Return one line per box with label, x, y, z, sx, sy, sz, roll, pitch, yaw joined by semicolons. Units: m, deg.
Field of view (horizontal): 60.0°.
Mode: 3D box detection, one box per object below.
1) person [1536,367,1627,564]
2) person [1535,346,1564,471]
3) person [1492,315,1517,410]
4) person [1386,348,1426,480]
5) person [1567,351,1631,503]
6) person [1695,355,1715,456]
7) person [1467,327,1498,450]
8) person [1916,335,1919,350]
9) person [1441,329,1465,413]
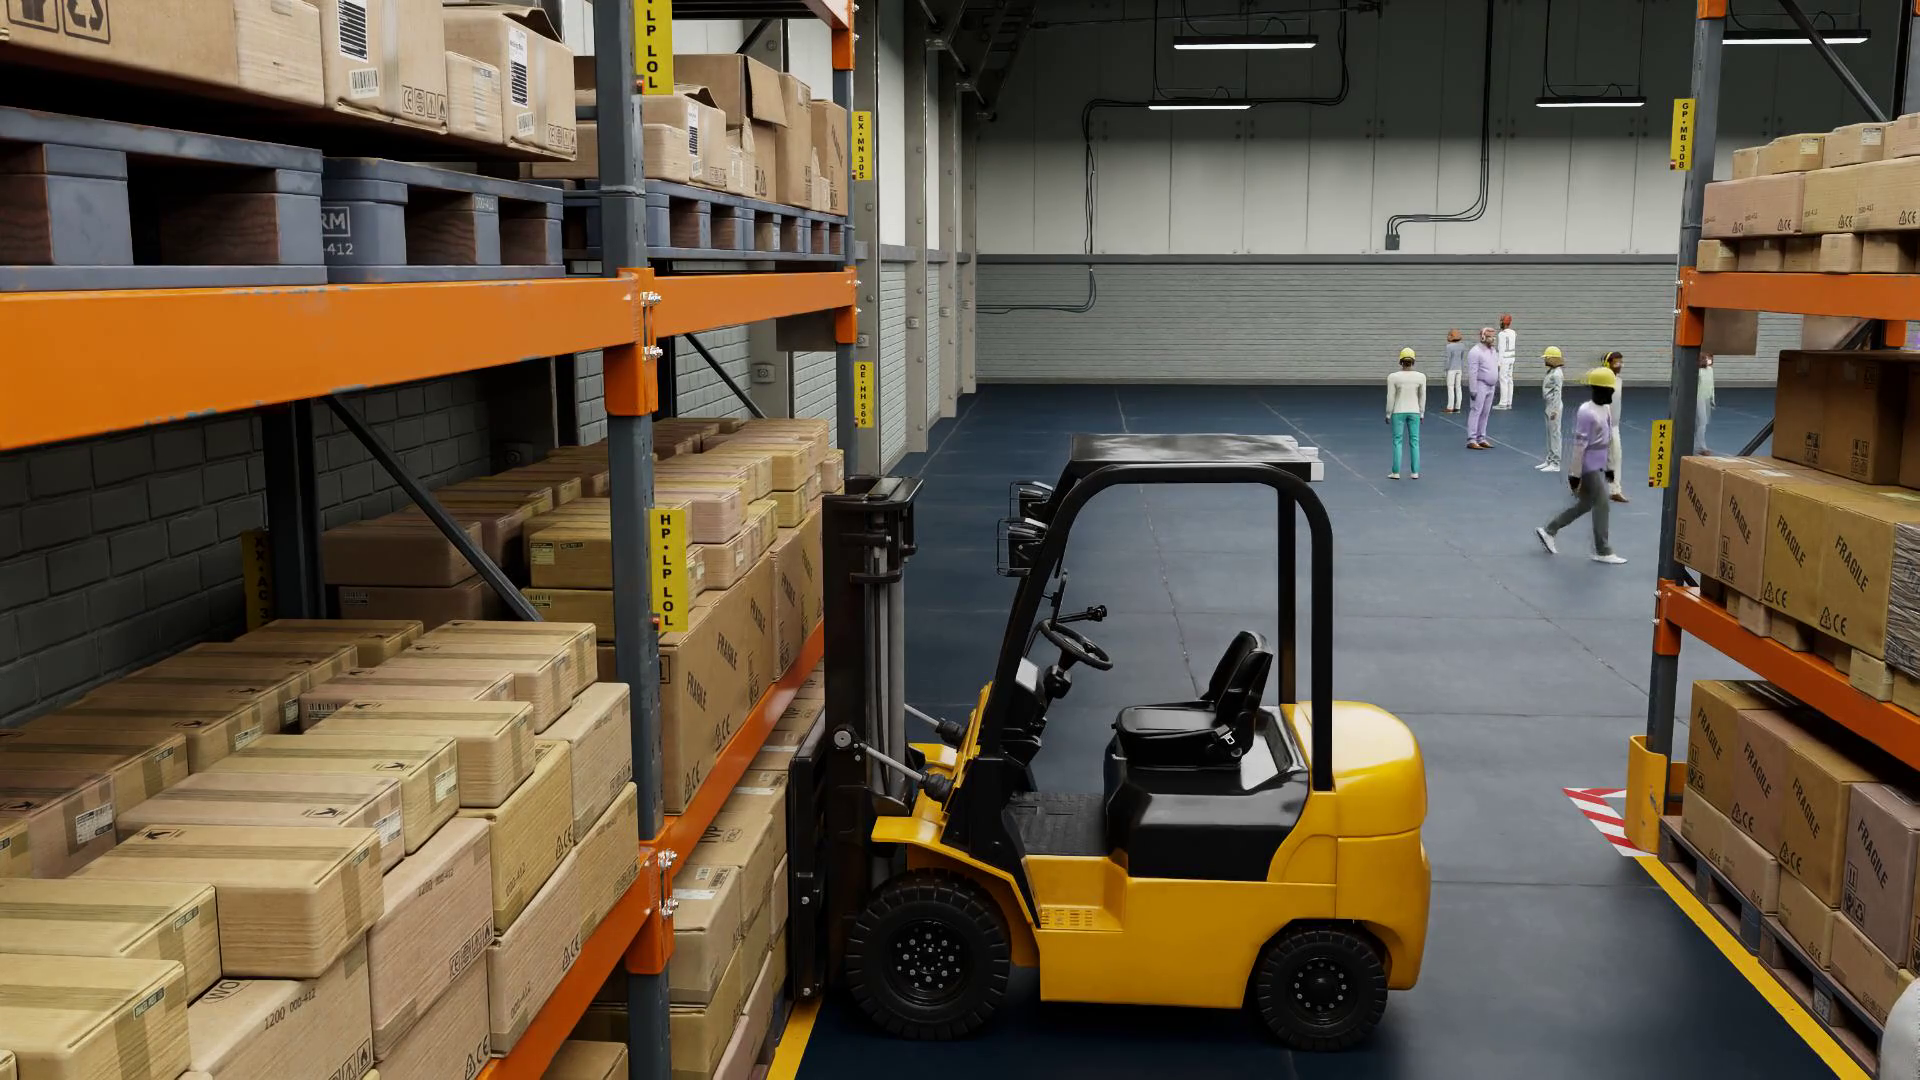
person;6.079;-0.743;16.184;0.866;1.899;0.583;7;12;35
person;8.245;-1.826;23.206;0.315;1.743;0.487;2;9;9
person;10.859;-3.536;33.150;0.575;1.883;0.362;-9;13;-44
person;5.965;-1.688;22.303;0.526;1.768;0.331;0;9;0
person;7.867;-1.402;20.356;0.523;1.847;0.855;-5;10;-26
person;11.173;-2.087;25.150;0.510;1.615;0.619;-7;12;-38
person;8.202;-2.371;26.021;0.652;1.904;0.403;-8;13;-41
person;19.235;-3.507;32.974;0.980;1.897;0.552;-5;10;-26
person;9.597;-3.282;32.354;0.497;1.636;0.286;-6;11;-31
